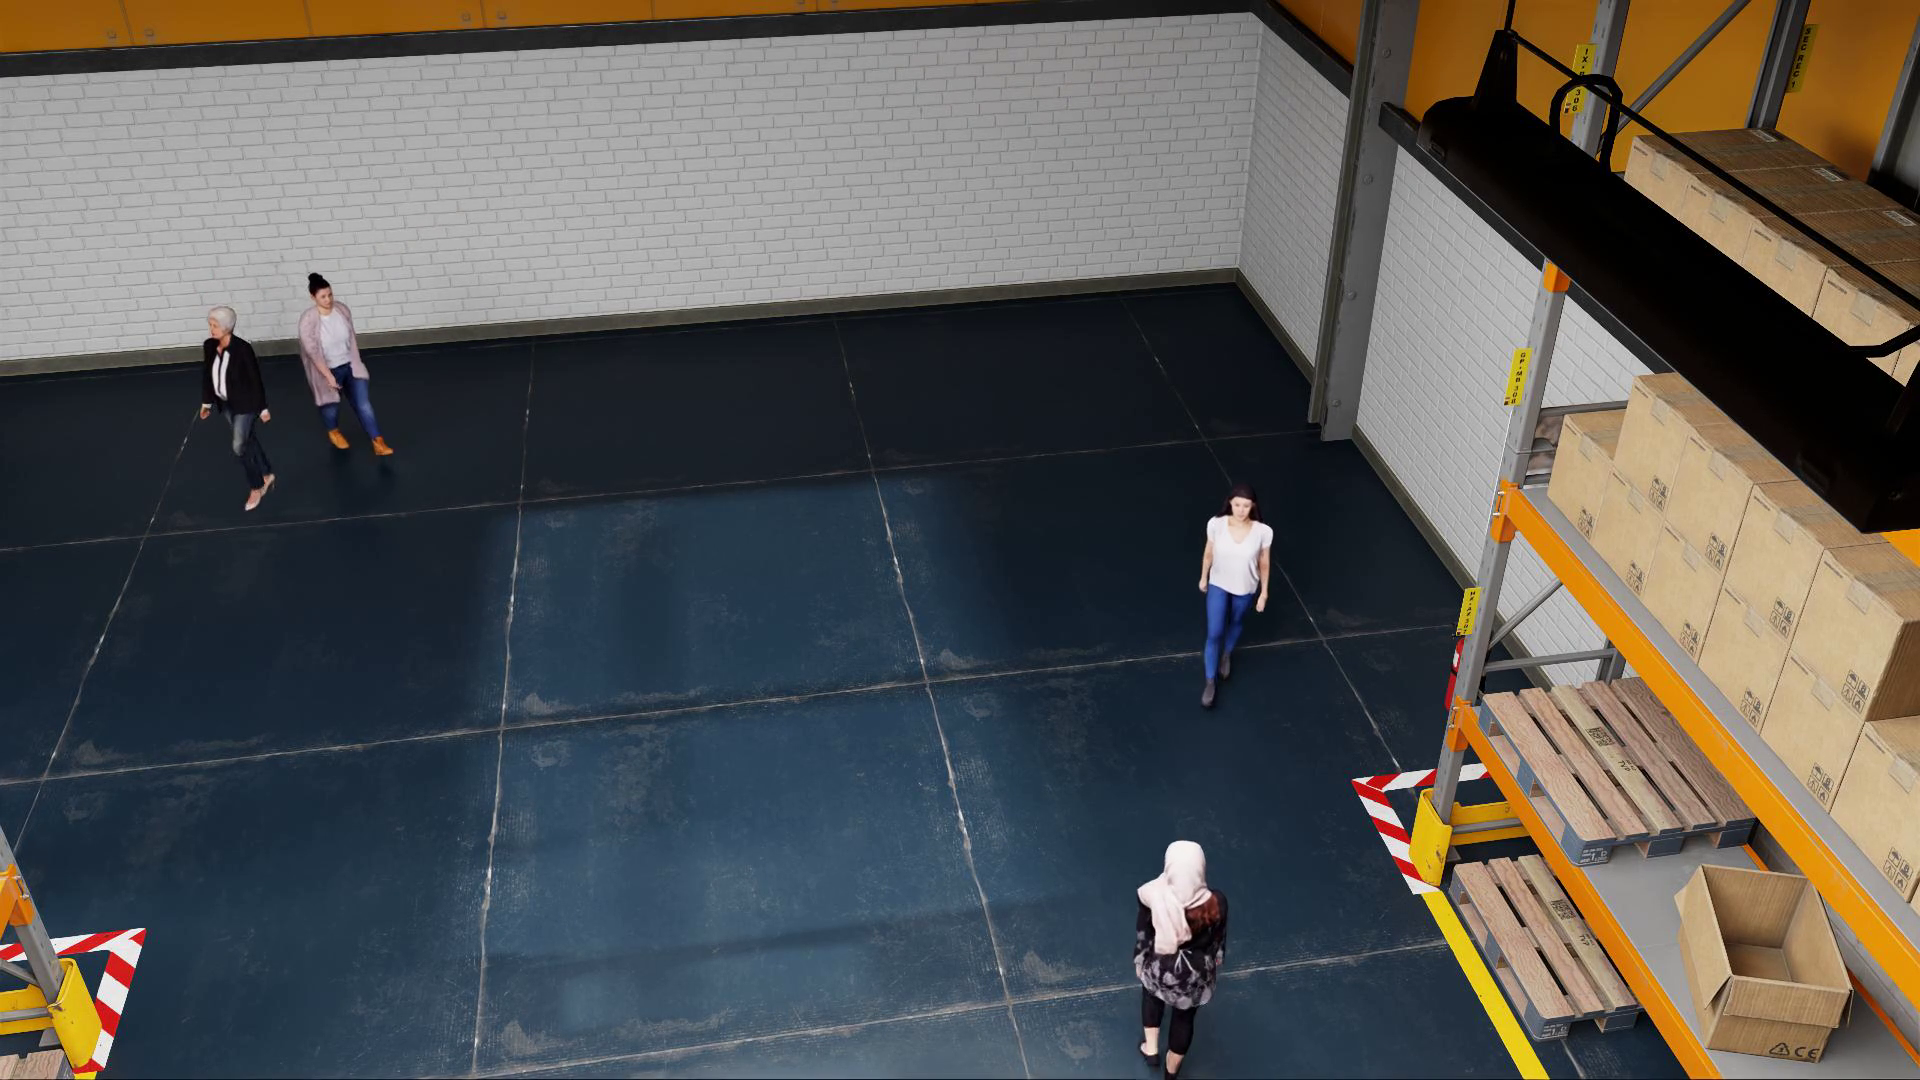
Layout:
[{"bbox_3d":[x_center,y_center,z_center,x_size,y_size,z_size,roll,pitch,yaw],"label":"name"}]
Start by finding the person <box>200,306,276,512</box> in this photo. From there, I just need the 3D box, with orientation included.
[{"bbox_3d":[-5.840,-1.126,13.510,0.881,1.770,0.847,19,38,26],"label":"person"}]

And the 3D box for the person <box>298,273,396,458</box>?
[{"bbox_3d":[-5.424,-1.496,14.269,1.165,1.701,1.040,27,42,35],"label":"person"}]

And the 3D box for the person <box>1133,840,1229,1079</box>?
[{"bbox_3d":[1.140,2.265,8.678,0.734,1.627,0.761,5,34,8],"label":"person"}]

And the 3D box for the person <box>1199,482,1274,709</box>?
[{"bbox_3d":[1.909,0.291,11.615,0.818,1.663,0.991,6,34,8],"label":"person"}]
